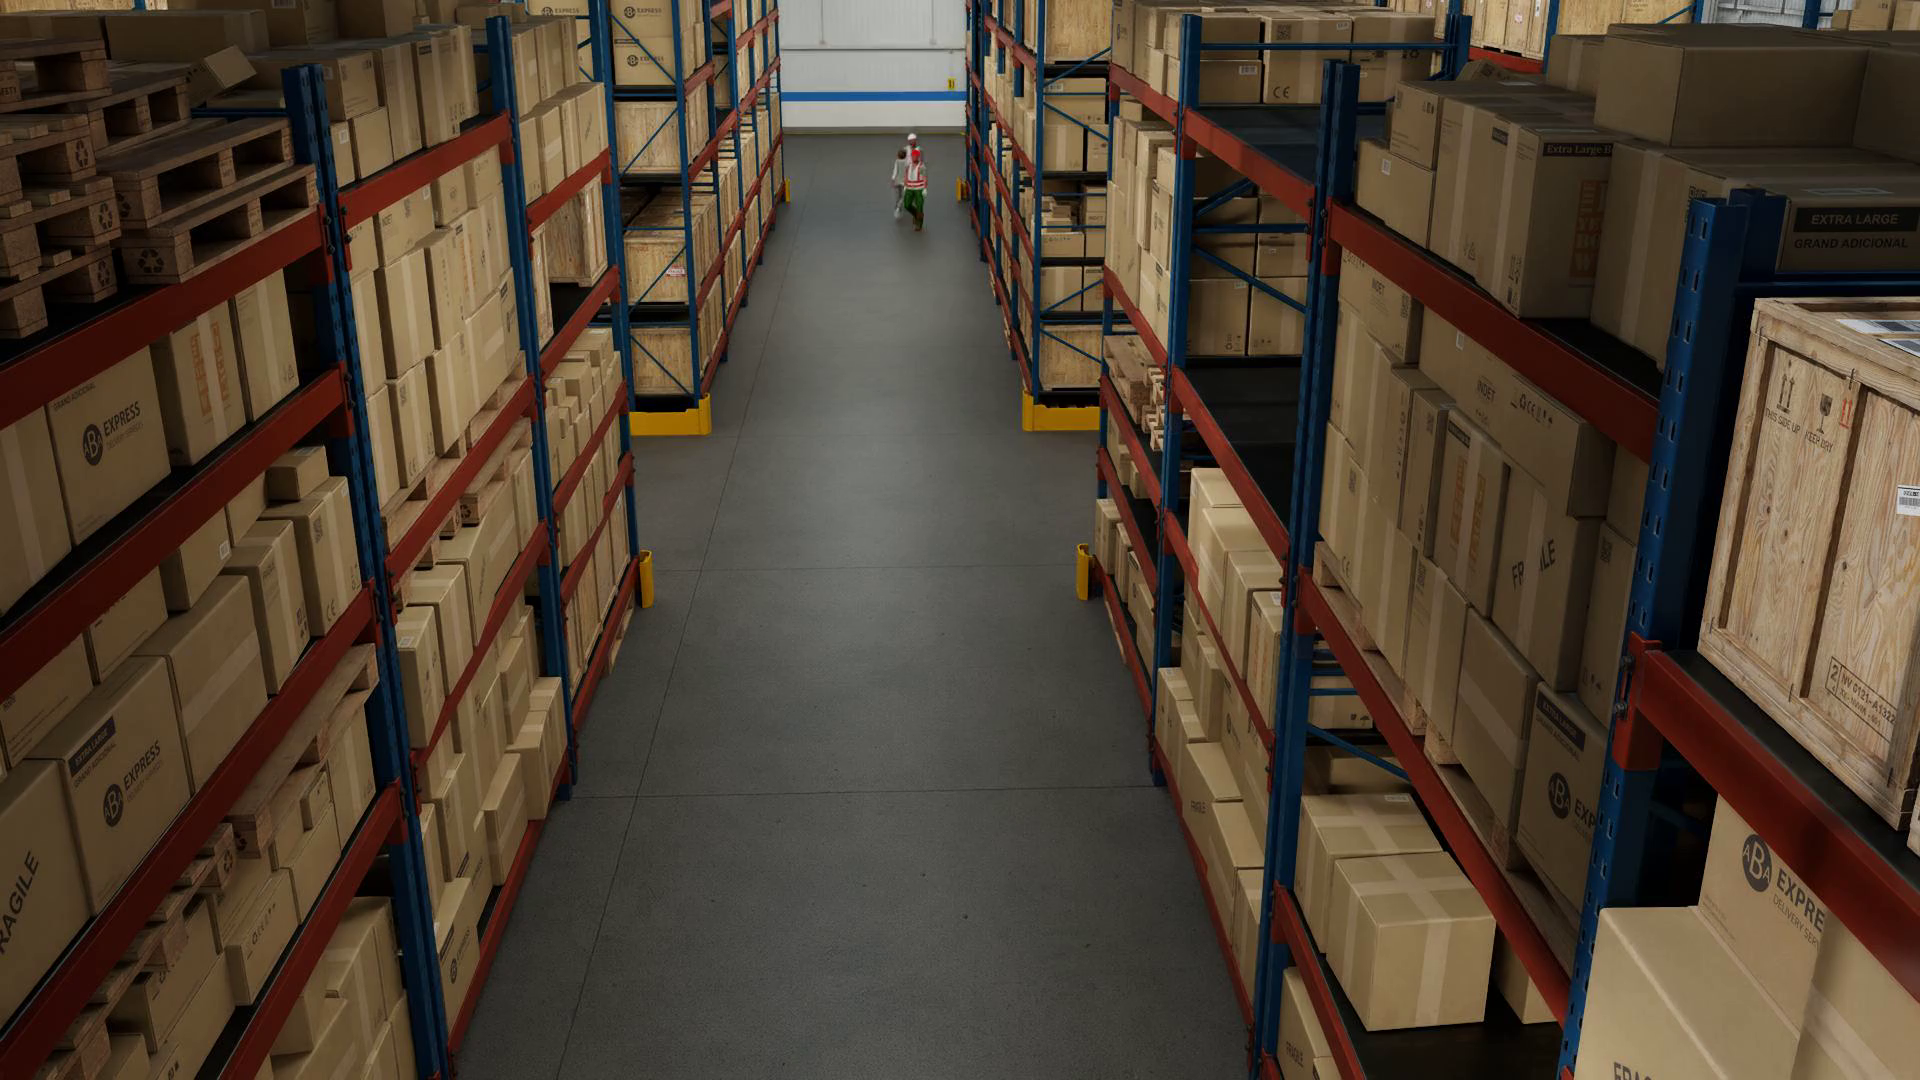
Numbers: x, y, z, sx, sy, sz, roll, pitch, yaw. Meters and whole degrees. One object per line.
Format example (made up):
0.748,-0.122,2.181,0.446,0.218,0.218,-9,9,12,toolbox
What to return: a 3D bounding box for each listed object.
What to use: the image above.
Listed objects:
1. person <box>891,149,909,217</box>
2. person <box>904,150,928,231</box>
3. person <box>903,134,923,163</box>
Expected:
-1.383,-8.387,39.210,0.476,1.580,0.670,3,21,9,person
-0.992,-7.957,37.721,0.612,1.789,0.590,9,22,23,person
-1.149,-9.092,40.875,0.526,1.729,1.055,-3,21,-8,person
